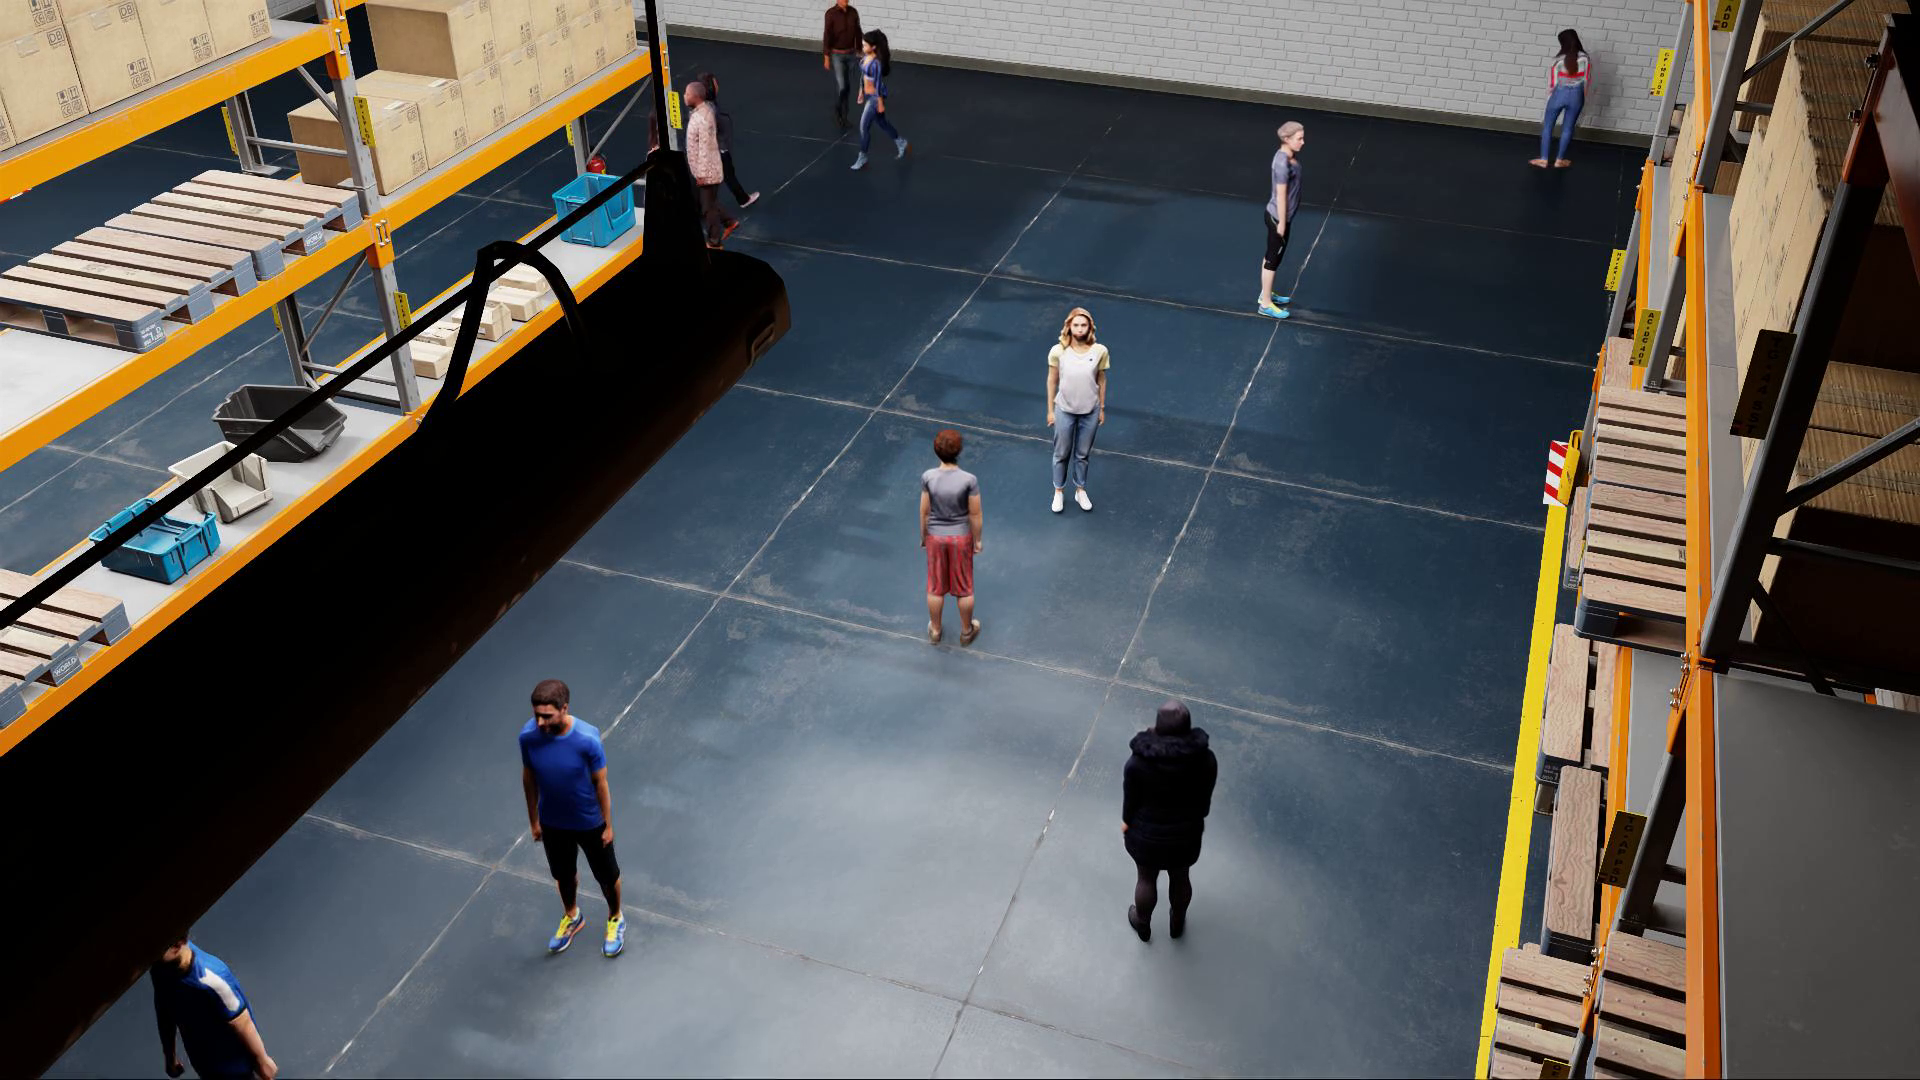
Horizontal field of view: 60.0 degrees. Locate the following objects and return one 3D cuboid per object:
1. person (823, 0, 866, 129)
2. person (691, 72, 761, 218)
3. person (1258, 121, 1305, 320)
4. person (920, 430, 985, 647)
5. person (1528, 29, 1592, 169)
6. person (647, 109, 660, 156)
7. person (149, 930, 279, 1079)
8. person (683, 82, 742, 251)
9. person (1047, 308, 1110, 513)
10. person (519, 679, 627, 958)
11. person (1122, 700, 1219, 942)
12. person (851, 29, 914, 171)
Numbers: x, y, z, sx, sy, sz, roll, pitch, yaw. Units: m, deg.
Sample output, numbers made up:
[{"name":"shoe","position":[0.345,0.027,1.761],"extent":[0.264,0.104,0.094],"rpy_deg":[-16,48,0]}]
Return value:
[{"name":"person","position":[-1.467,-5.894,20.202],"extent":[0.746,1.772,0.843],"rpy_deg":[-21,39,-29]},{"name":"person","position":[-2.736,-4.194,17.837],"extent":[1.134,1.558,0.991],"rpy_deg":[-23,40,-30]},{"name":"person","position":[3.048,-3.070,15.852],"extent":[0.744,1.883,0.555],"rpy_deg":[7,34,11]},{"name":"person","position":[-0.074,-0.003,11.450],"extent":[0.634,1.649,0.587],"rpy_deg":[4,34,6]},{"name":"person","position":[7.005,-5.063,19.110],"extent":[0.718,1.597,0.607],"rpy_deg":[15,37,22]},{"name":"person","position":[-3.005,-3.334,16.356],"extent":[1.085,1.765,1.159],"rpy_deg":[-6,34,-9]},{"name":"person","position":[-3.376,2.322,7.771],"extent":[0.731,1.850,0.789],"rpy_deg":[16,37,23]},{"name":"person","position":[-2.507,-3.804,17.040],"extent":[0.911,1.791,0.848],"rpy_deg":[-5,34,-8]},{"name":"person","position":[0.897,-1.011,12.900],"extent":[0.709,1.723,0.699],"rpy_deg":[-3,34,-5]},{"name":"person","position":[-2.087,1.488,9.010],"extent":[0.658,1.867,0.618],"rpy_deg":[4,34,6]},{"name":"person","position":[1.126,1.543,9.101],"extent":[0.776,1.674,0.793],"rpy_deg":[-3,34,-4]},{"name":"person","position":[-0.915,-5.067,19.120],"extent":[1.067,1.592,1.042],"rpy_deg":[-13,36,-19]}]
